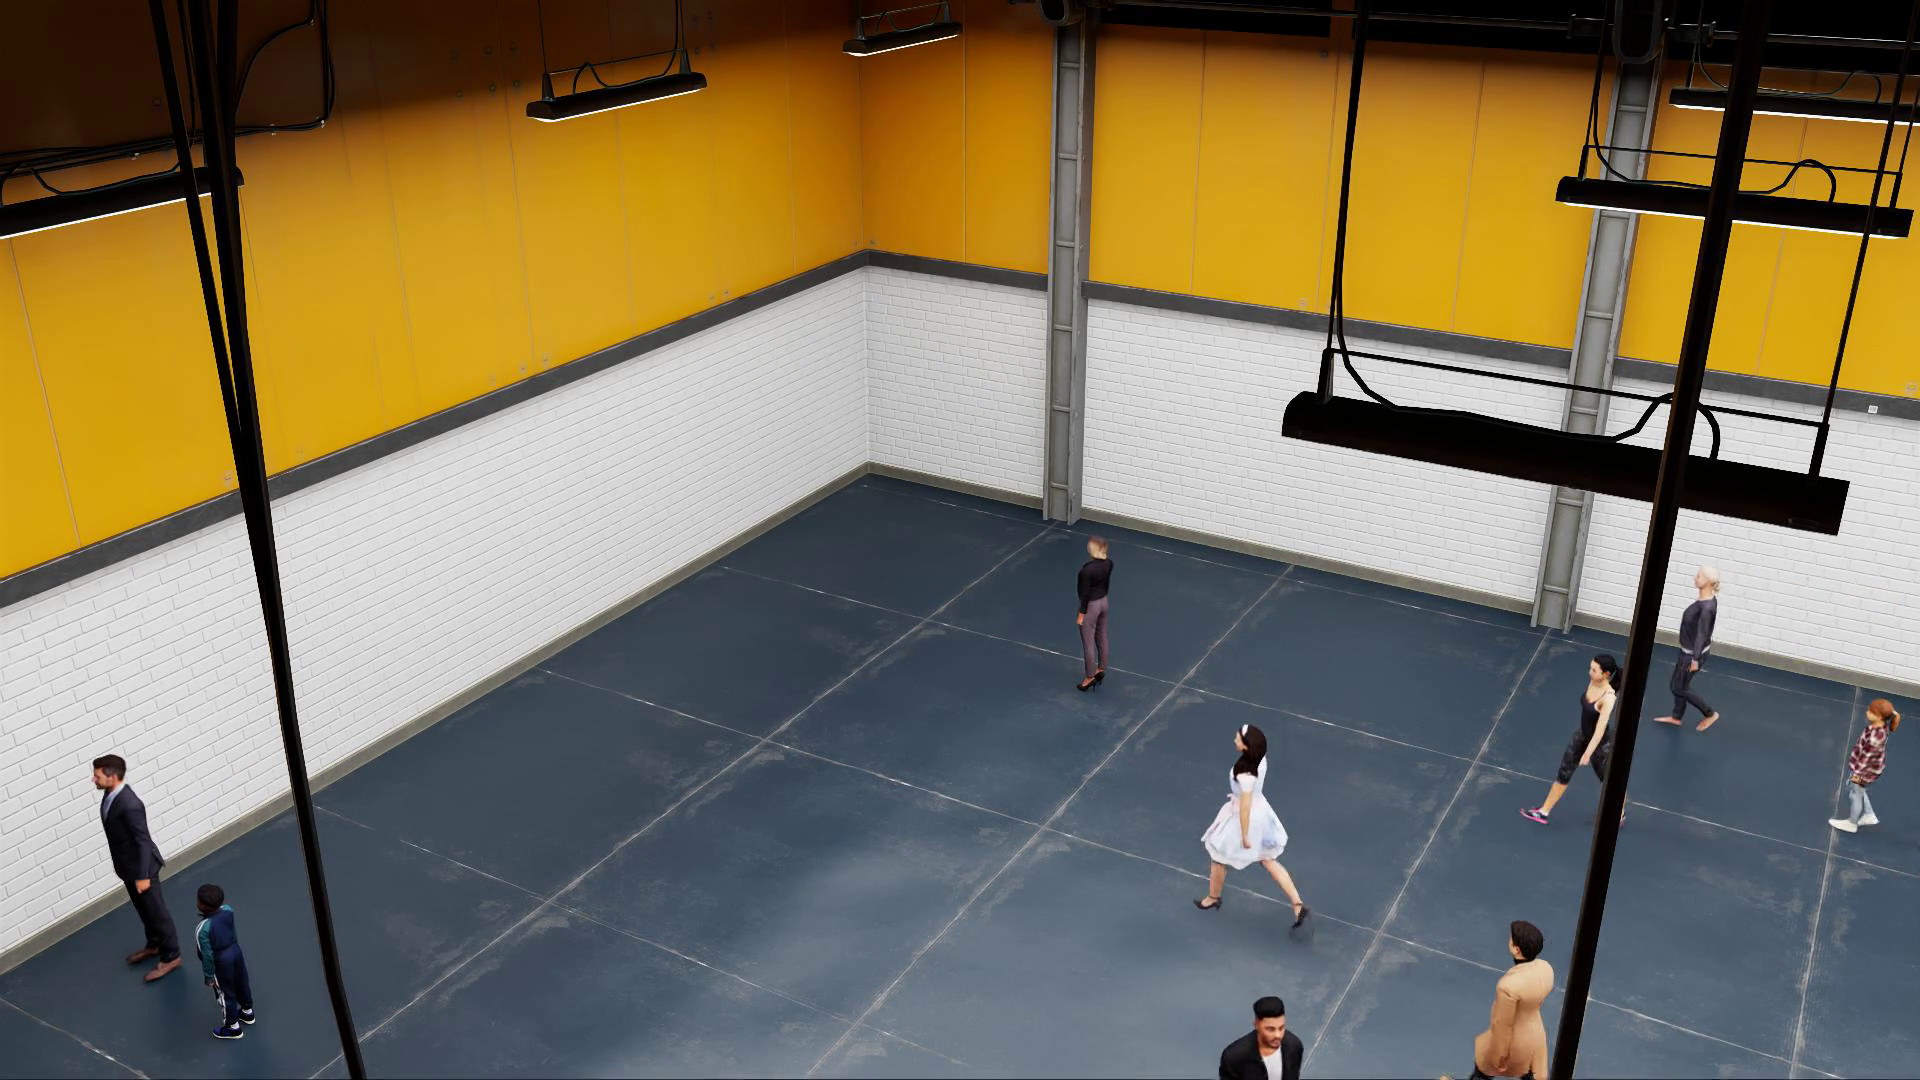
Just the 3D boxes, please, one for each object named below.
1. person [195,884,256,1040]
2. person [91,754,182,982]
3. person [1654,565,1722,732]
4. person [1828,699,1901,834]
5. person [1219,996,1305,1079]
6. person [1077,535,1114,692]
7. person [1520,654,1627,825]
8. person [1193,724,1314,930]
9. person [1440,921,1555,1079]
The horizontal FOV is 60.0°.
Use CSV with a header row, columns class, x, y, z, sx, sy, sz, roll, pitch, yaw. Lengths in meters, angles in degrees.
class,x,y,z,sx,sy,sz,roll,pitch,yaw
person,-5.274,2.996,11.899,0.530,1.256,0.535,7,25,15
person,-6.179,2.420,12.454,0.591,1.867,0.745,21,31,39
person,7.048,1.045,15.791,0.803,1.714,0.665,10,25,21
person,7.821,1.951,14.234,0.617,1.301,0.580,18,29,35
person,1.778,3.469,10.159,1.145,1.783,1.196,-6,24,-13
person,1.345,0.721,16.583,0.582,1.672,0.632,19,30,37
person,5.515,1.762,14.199,1.228,1.675,1.030,-1,24,-3
person,2.331,2.273,12.925,1.201,1.759,0.660,14,27,30
person,3.666,3.272,10.736,1.045,1.682,1.239,-12,26,-26
